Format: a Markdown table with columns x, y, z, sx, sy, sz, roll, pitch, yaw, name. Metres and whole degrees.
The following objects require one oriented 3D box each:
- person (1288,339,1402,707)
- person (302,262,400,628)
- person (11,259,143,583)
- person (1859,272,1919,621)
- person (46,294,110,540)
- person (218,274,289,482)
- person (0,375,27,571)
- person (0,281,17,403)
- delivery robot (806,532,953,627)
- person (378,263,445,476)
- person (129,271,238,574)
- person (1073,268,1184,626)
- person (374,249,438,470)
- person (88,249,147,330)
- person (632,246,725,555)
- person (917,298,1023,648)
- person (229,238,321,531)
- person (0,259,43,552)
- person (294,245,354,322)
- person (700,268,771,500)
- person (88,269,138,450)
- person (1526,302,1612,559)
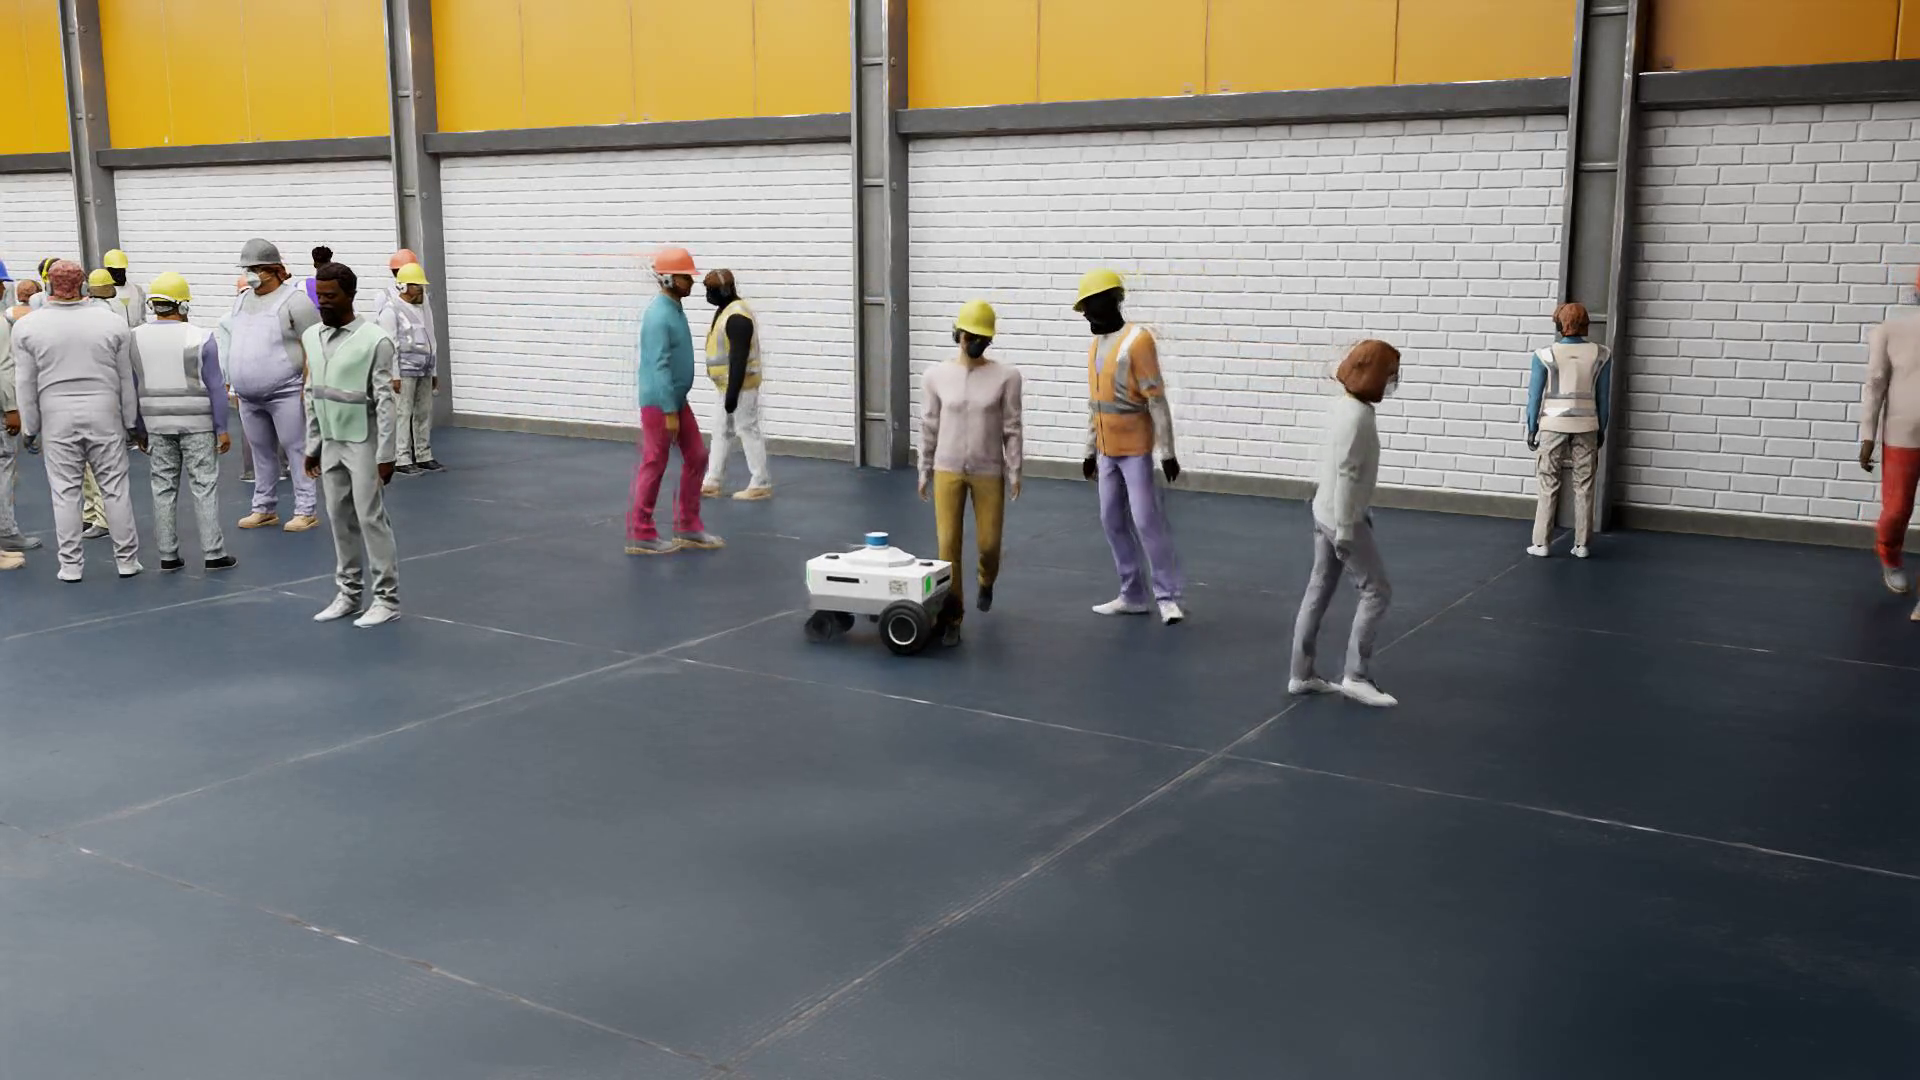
| x | y | z | sx | sy | sz | roll | pitch | yaw | name |
| --- | --- | --- | --- | --- | --- | --- | --- | --- | --- |
| 1.725 | -0.071 | 7.251 | 0.581 | 1.602 | 0.609 | 1 | 10 | 6 | person |
| -3.189 | -0.499 | 8.766 | 0.593 | 1.910 | 0.387 | 6 | 12 | 28 | person |
| -5.223 | -0.700 | 9.880 | 0.642 | 1.910 | 0.401 | -5 | 12 | -27 | person |
| 5.193 | -0.562 | 8.960 | 0.642 | 1.960 | 0.711 | 5 | 12 | 27 | person |
| -5.992 | -0.878 | 11.319 | 0.336 | 1.741 | 0.563 | -9 | 13 | -40 | person |
| -5.926 | -1.366 | 13.993 | 0.572 | 1.748 | 0.342 | -7 | 13 | -36 | person |
| -5.982 | -0.713 | 10.167 | 0.355 | 1.834 | 0.515 | -7 | 12 | -34 | person |
| -11.857 | -2.581 | 20.351 | 0.643 | 1.897 | 0.407 | -3 | 11 | -16 | person |
| -0.409 | 0.206 | 8.347 | 0.707 | 0.478 | 0.477 | 4 | 11 | 21 | delivery robot |
| -4.717 | -1.465 | 14.352 | 0.403 | 1.824 | 0.595 | 4 | 11 | 21 | person |
| -4.715 | -0.699 | 10.078 | 0.590 | 1.833 | 0.404 | -1 | 10 | -3 | person |
| 0.902 | -0.488 | 8.799 | 0.477 | 1.875 | 0.729 | -5 | 12 | -27 | person |
| -4.897 | -1.597 | 14.750 | 0.353 | 1.942 | 0.542 | 7 | 12 | 34 | person |
| -8.447 | -1.958 | 16.793 | 0.371 | 1.925 | 0.595 | 7 | 12 | 34 | person |
| -1.805 | -0.874 | 10.637 | 0.728 | 1.976 | 0.672 | 1 | 10 | 5 | person |
| 0.051 | -0.359 | 8.440 | 0.537 | 1.743 | 0.598 | 0 | 10 | 3 | person |
| -4.805 | -1.071 | 11.563 | 0.688 | 2.000 | 0.536 | 3 | 11 | 19 | person |
| -6.288 | -0.883 | 10.811 | 0.607 | 1.940 | 0.416 | 8 | 13 | 36 | person |
| -6.812 | -2.174 | 17.884 | 0.613 | 1.963 | 0.362 | -2 | 10 | -11 | person |
| -1.805 | -1.190 | 12.889 | 0.616 | 1.826 | 0.654 | -4 | 11 | -20 | person |
| -8.236 | -1.739 | 16.081 | 0.493 | 1.746 | 0.282 | 10 | 14 | 43 | person |
| 3.857 | -0.686 | 10.570 | 0.514 | 1.634 | 0.313 | 1 | 10 | 4 | person |
